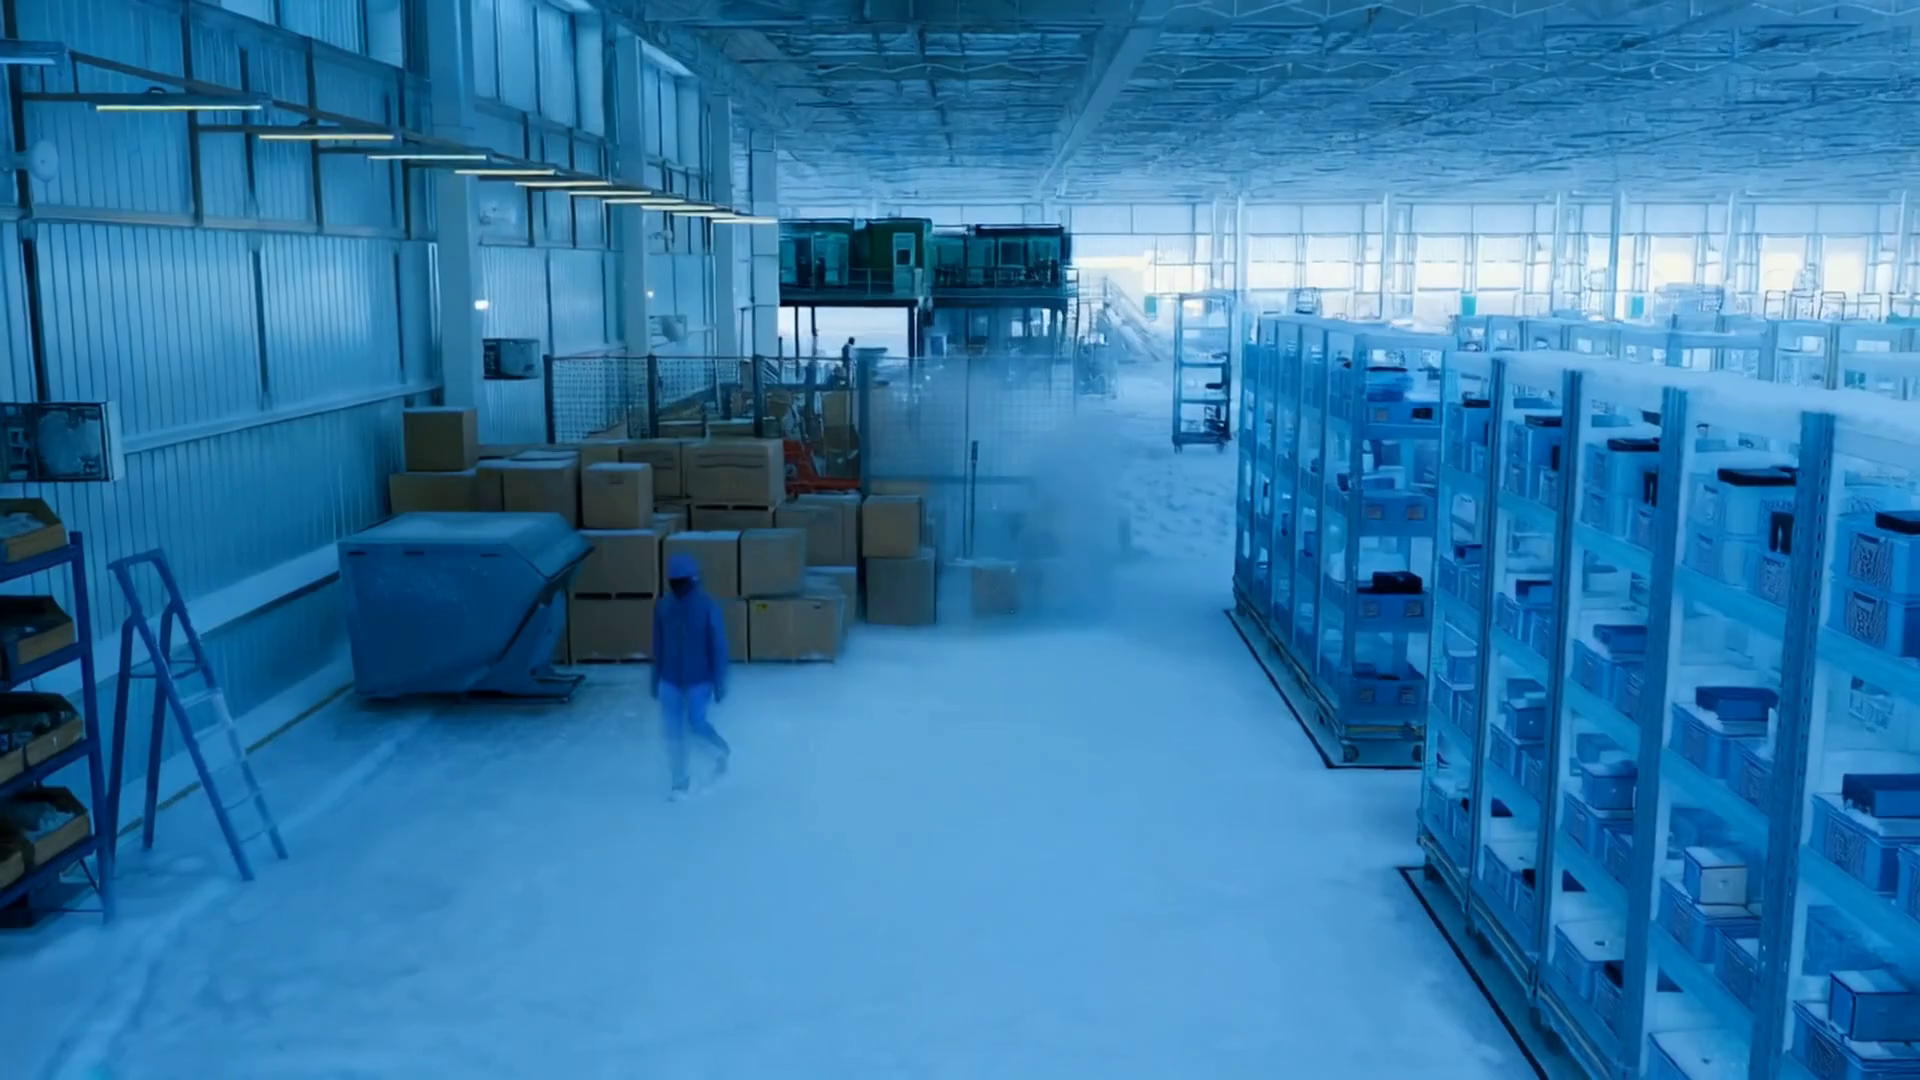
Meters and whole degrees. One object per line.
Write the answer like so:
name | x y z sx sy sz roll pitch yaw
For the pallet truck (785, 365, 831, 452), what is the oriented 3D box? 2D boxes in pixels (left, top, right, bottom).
pallet truck | -3.774 -2.976 37.635 1.885 1.965 0.823 1 9 5

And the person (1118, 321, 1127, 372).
person | 6.624 -7.877 67.736 0.387 2.039 0.616 0 9 1

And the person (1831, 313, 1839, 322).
person | 46.707 -11.211 88.987 0.765 1.825 0.507 -4 10 -22

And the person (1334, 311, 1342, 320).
person | 21.484 -12.120 94.636 0.620 1.816 0.890 -8 12 -42

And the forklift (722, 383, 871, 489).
forklift | -2.893 -1.687 28.729 2.680 1.987 1.157 0 9 -1

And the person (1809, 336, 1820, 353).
person | 34.129 -7.514 66.592 0.471 1.687 0.538 1 9 5

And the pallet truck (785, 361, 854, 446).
pallet truck | -3.410 -3.193 38.978 1.885 1.965 0.823 0 9 -1

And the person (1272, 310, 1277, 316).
person | 17.230 -11.526 90.573 0.688 1.931 0.725 2 9 13

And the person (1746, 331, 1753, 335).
person | 29.512 -6.888 62.110 0.655 1.883 0.944 -9 13 -43

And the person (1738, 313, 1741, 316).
person | 40.991 -11.009 87.596 0.312 1.865 0.537 0 9 1

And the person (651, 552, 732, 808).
person | -2.081 1.048 12.880 0.619 1.976 0.643 4 10 21

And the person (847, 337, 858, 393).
person | -3.607 -5.860 55.771 0.340 1.883 0.586 0 9 1

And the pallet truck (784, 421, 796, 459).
pallet truck | -4.013 -1.793 32.705 1.601 1.201 0.680 0 9 1

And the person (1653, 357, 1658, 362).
person | 18.141 -3.870 43.603 0.402 1.858 0.517 3 10 17

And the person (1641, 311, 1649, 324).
person | 36.640 -11.285 89.082 0.686 1.949 0.584 -8 12 -41

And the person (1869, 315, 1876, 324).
person | 49.140 -11.263 89.543 0.315 1.741 0.494 0 9 1

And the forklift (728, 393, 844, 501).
forklift | -2.979 -1.316 26.476 2.680 1.987 1.157 0 9 1

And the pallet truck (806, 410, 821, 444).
pallet truck | -3.559 -2.018 33.905 1.522 1.261 0.704 0 9 -1

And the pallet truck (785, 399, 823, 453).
pallet truck | -3.814 -2.432 36.419 1.630 1.274 0.653 0 9 1

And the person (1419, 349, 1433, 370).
person | 14.013 -4.877 50.129 0.535 1.740 0.484 9 13 43

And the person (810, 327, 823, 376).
person | -5.705 -7.324 64.723 0.705 1.914 0.549 -3 10 -19

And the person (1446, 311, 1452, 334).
person | 26.667 -11.526 90.643 0.519 1.910 0.613 5 10 28

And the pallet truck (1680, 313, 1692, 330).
pallet truck | 36.315 -10.531 84.244 0.823 1.965 1.885 -6 11 -33
